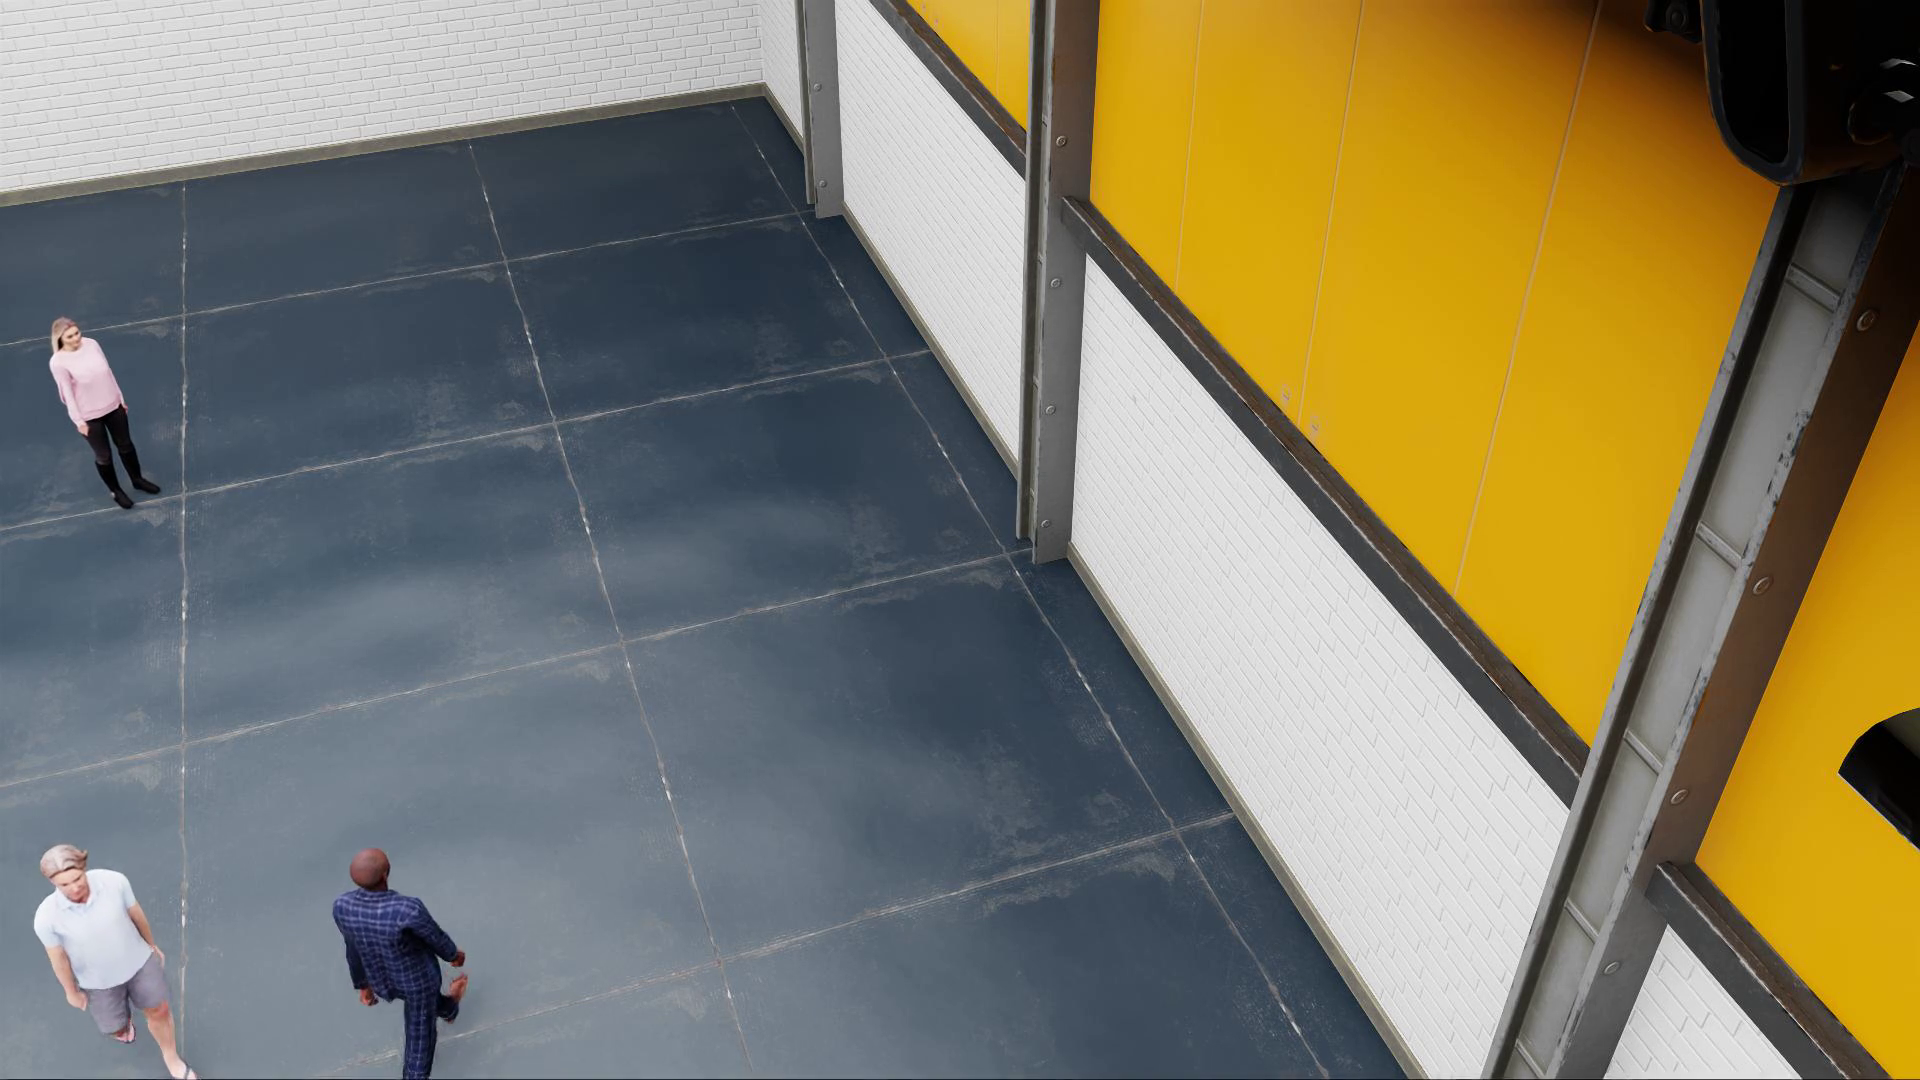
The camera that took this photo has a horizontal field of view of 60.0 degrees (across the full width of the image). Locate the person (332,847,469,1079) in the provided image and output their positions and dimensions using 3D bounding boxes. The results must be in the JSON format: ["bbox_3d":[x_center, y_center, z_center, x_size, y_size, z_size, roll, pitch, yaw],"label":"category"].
[{"bbox_3d":[-2.921,2.350,8.686,1.079,1.765,1.286,7,39,9],"label":"person"}]

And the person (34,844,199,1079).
[{"bbox_3d":[-4.505,2.209,8.822,0.863,1.815,1.029,-31,48,-32],"label":"person"}]

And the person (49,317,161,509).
[{"bbox_3d":[-6.734,-1.018,12.967,0.743,1.685,0.692,18,42,22],"label":"person"}]
